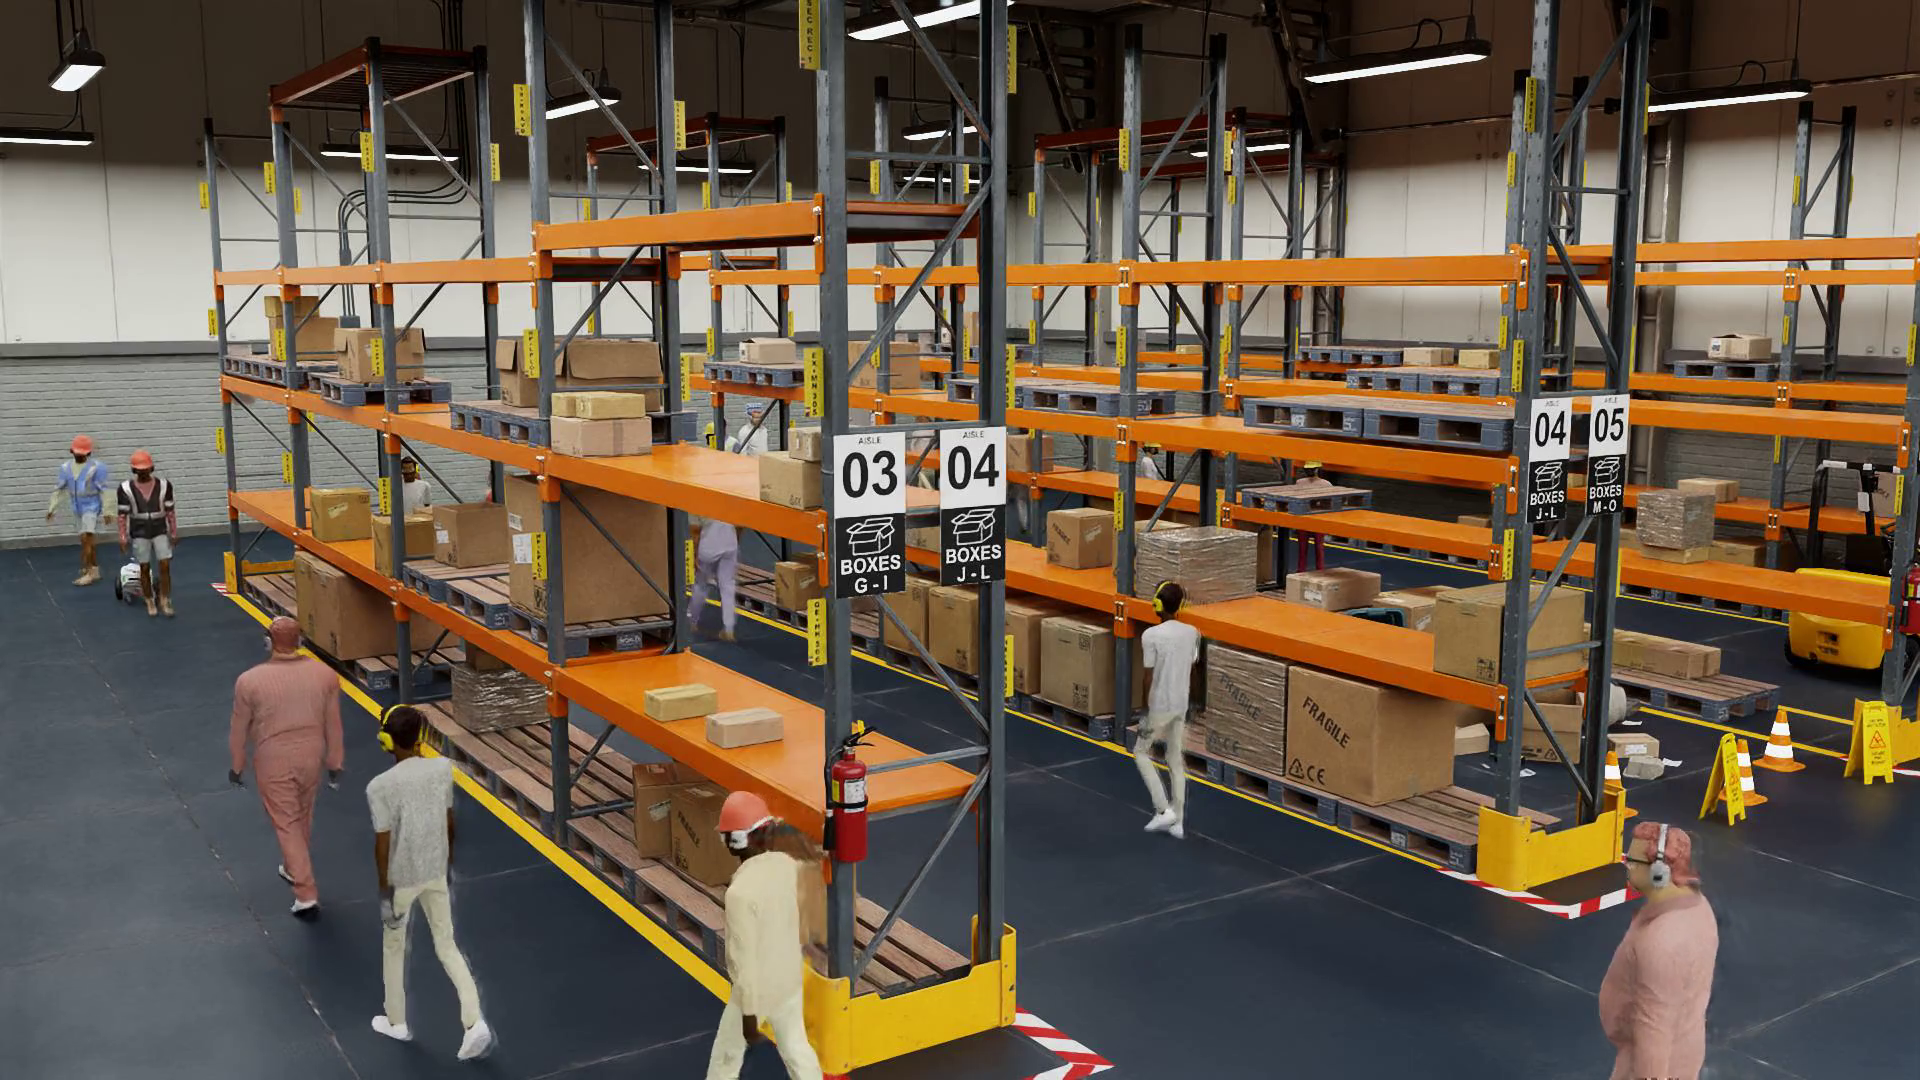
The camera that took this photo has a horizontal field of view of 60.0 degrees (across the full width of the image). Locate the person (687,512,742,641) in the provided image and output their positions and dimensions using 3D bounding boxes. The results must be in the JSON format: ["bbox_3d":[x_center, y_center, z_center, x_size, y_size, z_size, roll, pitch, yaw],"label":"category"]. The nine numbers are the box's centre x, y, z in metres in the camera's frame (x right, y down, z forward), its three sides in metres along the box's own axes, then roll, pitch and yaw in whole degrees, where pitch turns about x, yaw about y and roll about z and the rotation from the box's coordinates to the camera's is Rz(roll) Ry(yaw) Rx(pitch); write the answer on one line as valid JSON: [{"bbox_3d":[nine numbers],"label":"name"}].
[{"bbox_3d":[-2.815,0.087,18.782,0.695,2.000,1.012,-6,10,-33],"label":"person"}]

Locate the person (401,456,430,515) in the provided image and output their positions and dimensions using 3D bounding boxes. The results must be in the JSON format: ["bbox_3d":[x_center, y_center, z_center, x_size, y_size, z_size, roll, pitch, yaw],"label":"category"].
[{"bbox_3d":[-6.819,-0.113,20.681,0.528,1.871,0.323,-3,9,-21],"label":"person"}]

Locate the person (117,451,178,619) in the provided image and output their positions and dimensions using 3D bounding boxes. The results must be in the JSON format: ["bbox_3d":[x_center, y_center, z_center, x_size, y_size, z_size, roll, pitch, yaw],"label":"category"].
[{"bbox_3d":[-9.617,-0.041,19.732,0.647,2.006,0.930,-5,10,-31],"label":"person"}]

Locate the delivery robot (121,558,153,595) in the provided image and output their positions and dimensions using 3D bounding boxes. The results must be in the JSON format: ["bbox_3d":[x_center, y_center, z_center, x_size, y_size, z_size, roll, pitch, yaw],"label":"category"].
[{"bbox_3d":[-10.342,0.464,20.886,0.477,0.478,0.707,-4,9,-26],"label":"delivery robot"}]

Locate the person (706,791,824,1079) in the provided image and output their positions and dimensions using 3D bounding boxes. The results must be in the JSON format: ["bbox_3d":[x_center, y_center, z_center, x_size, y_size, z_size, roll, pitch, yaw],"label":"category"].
[{"bbox_3d":[-0.904,1.965,7.439,0.906,1.691,0.573,4,9,23],"label":"person"}]

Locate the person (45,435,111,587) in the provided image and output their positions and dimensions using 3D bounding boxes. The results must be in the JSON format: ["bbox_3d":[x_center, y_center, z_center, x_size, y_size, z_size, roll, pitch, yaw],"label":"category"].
[{"bbox_3d":[-11.696,-0.378,21.984,0.738,1.999,0.874,2,9,14],"label":"person"}]

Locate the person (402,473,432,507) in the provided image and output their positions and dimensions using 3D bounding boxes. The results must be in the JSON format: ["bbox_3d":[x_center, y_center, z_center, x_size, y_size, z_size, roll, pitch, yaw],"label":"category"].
[{"bbox_3d":[-7.066,-0.121,21.517,0.507,1.631,0.280,-4,9,-25],"label":"person"}]

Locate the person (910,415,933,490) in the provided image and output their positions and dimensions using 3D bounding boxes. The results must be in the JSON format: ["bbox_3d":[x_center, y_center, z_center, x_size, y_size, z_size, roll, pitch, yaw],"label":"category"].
[{"bbox_3d":[-0.701,-1.591,31.402,0.512,1.610,0.701,-6,11,-37],"label":"person"}]

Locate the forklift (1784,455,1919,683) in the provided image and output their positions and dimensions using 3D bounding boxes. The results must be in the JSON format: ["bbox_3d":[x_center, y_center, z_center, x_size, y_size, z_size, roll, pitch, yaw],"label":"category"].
[{"bbox_3d":[9.643,0.253,17.172,2.313,2.155,1.214,-6,10,-33],"label":"forklift"}]

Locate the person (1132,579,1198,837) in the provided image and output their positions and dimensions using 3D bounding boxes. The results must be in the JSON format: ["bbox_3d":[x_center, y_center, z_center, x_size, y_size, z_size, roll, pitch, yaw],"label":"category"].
[{"bbox_3d":[1.475,1.211,11.920,0.548,1.853,0.429,-5,10,-31],"label":"person"}]

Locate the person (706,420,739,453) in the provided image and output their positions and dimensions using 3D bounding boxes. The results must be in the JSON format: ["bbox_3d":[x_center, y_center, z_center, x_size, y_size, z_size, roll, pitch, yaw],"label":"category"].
[{"bbox_3d":[-3.778,-1.002,26.476,0.606,1.910,0.408,4,9,23],"label":"person"}]

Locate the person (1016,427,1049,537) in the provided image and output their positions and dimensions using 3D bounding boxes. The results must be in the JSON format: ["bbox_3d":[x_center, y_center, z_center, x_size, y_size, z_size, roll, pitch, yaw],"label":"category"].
[{"bbox_3d":[1.102,-0.963,26.518,0.674,1.812,0.613,1,9,6],"label":"person"}]

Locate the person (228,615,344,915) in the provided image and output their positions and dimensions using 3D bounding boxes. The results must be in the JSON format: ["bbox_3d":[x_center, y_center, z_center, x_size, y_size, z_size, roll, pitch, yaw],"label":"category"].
[{"bbox_3d":[-4.279,1.411,10.603,0.642,1.861,1.004,-8,12,-44],"label":"person"}]

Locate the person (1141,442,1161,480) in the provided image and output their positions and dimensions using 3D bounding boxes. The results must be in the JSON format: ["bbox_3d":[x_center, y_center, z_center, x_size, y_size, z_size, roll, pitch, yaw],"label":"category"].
[{"bbox_3d":[2.818,-0.671,24.742,0.331,1.767,0.527,1,9,5],"label":"person"}]

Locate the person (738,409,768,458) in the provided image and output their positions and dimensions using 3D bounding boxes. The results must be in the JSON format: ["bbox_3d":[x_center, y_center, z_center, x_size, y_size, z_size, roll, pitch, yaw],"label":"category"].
[{"bbox_3d":[-3.476,-1.287,28.386,0.399,1.905,0.643,6,10,35],"label":"person"}]

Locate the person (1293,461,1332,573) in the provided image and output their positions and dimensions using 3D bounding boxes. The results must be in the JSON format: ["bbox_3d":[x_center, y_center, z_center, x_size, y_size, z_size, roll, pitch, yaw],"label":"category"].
[{"bbox_3d":[4.620,-0.240,21.870,0.522,1.769,0.311,5,10,32],"label":"person"}]

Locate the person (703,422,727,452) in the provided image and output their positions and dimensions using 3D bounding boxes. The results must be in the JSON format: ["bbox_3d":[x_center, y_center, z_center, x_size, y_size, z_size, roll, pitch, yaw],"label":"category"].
[{"bbox_3d":[-3.690,-0.819,25.191,0.380,1.928,0.586,-4,9,-23],"label":"person"}]

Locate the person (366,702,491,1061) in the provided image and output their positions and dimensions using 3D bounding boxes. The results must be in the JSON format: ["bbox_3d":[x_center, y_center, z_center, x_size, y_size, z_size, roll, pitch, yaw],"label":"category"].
[{"bbox_3d":[-2.734,1.737,8.500,0.520,1.838,0.885,-8,12,-44],"label":"person"}]

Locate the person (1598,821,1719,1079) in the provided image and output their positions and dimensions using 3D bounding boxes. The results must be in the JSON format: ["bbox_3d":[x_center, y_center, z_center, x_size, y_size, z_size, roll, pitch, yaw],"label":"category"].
[{"bbox_3d":[2.772,2.022,6.437,0.709,1.887,0.652,6,10,33],"label":"person"}]
